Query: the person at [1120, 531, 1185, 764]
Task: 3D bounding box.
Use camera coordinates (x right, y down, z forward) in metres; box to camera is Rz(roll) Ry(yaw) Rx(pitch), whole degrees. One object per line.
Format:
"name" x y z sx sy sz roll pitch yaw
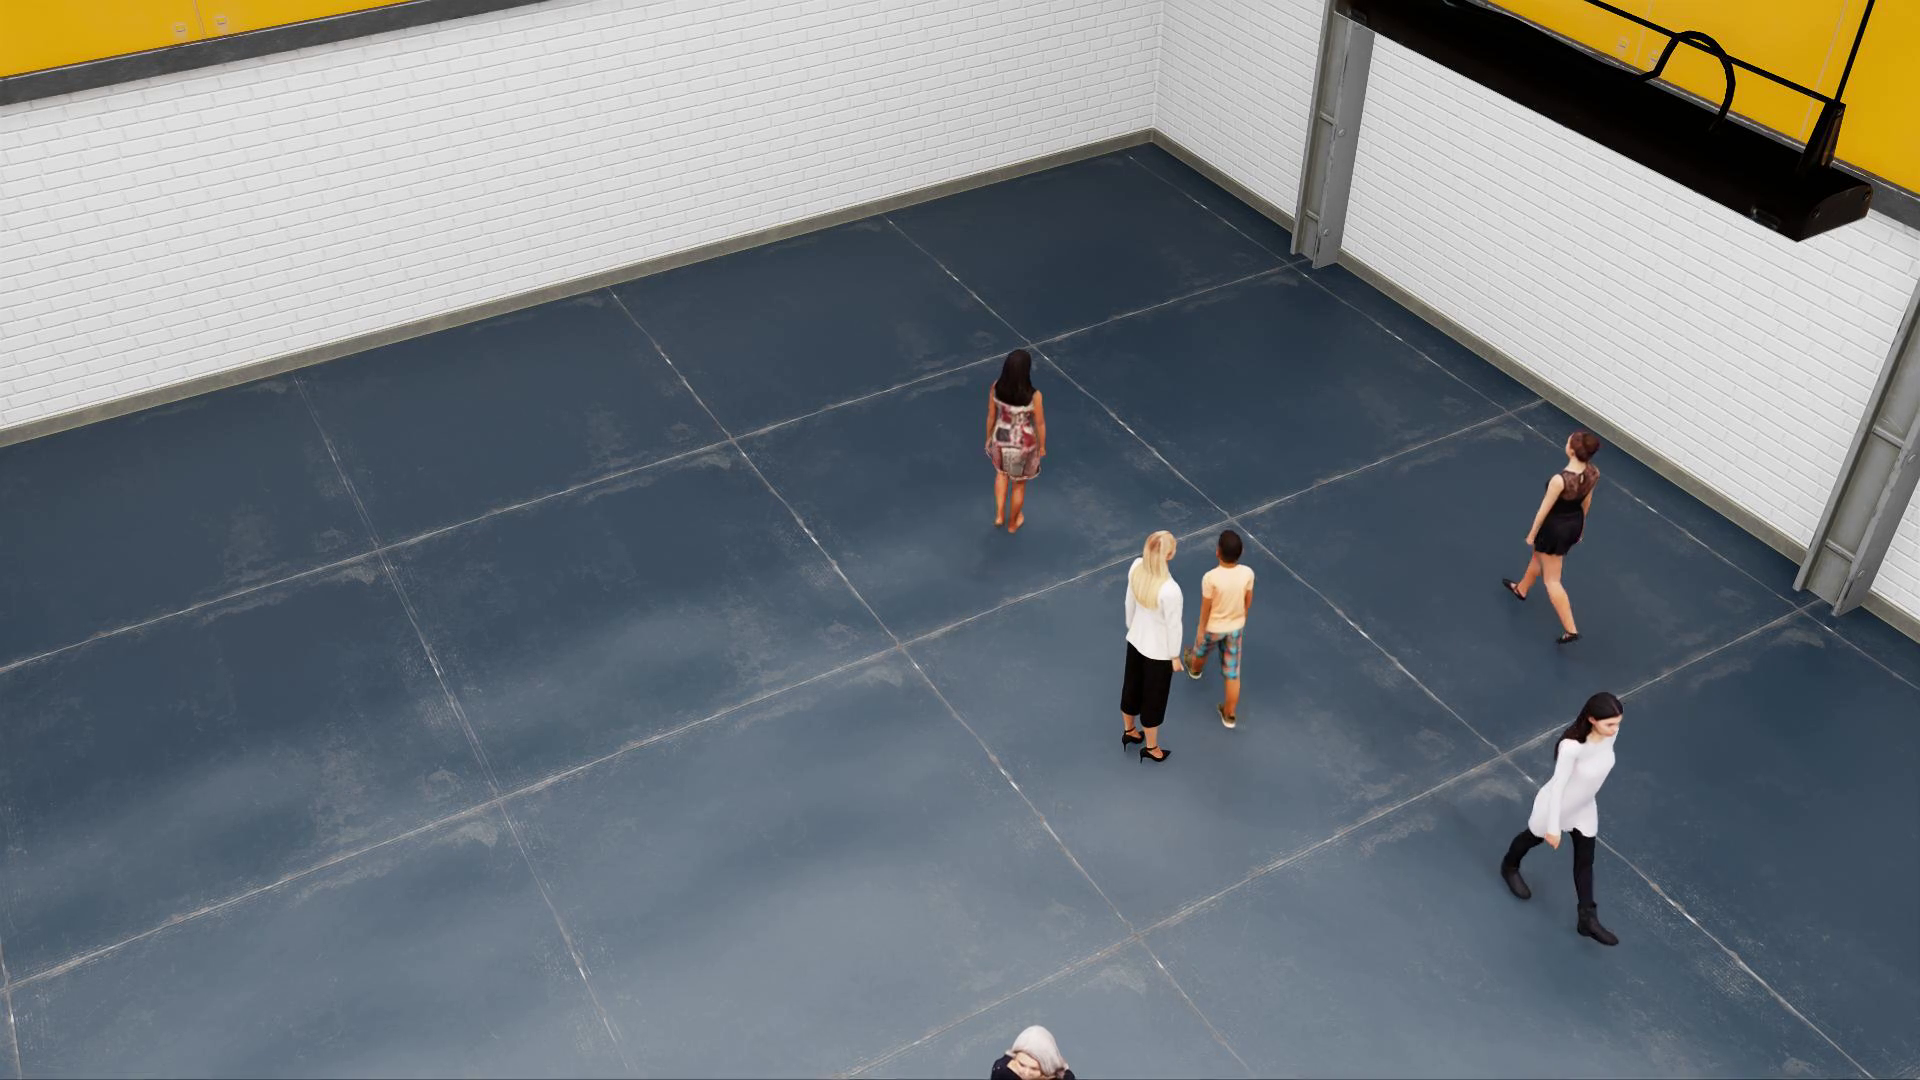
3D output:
"person" 1.230 0.694 10.680 0.699 1.858 0.493 -24 45 -27

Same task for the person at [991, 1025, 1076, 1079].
"person" 0.326 2.911 7.993 0.696 1.747 0.752 8 39 10

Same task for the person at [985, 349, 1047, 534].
"person" 0.379 -0.691 12.593 0.798 1.635 0.866 13 40 15

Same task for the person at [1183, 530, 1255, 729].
"person" 1.771 0.628 11.105 0.751 1.431 1.033 -7 39 -9

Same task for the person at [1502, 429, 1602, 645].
"person" 4.274 -0.009 11.734 0.636 1.641 1.117 -17 42 -20

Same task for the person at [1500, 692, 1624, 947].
"person" 3.486 1.495 9.745 0.661 1.772 1.048 -18 42 -22
